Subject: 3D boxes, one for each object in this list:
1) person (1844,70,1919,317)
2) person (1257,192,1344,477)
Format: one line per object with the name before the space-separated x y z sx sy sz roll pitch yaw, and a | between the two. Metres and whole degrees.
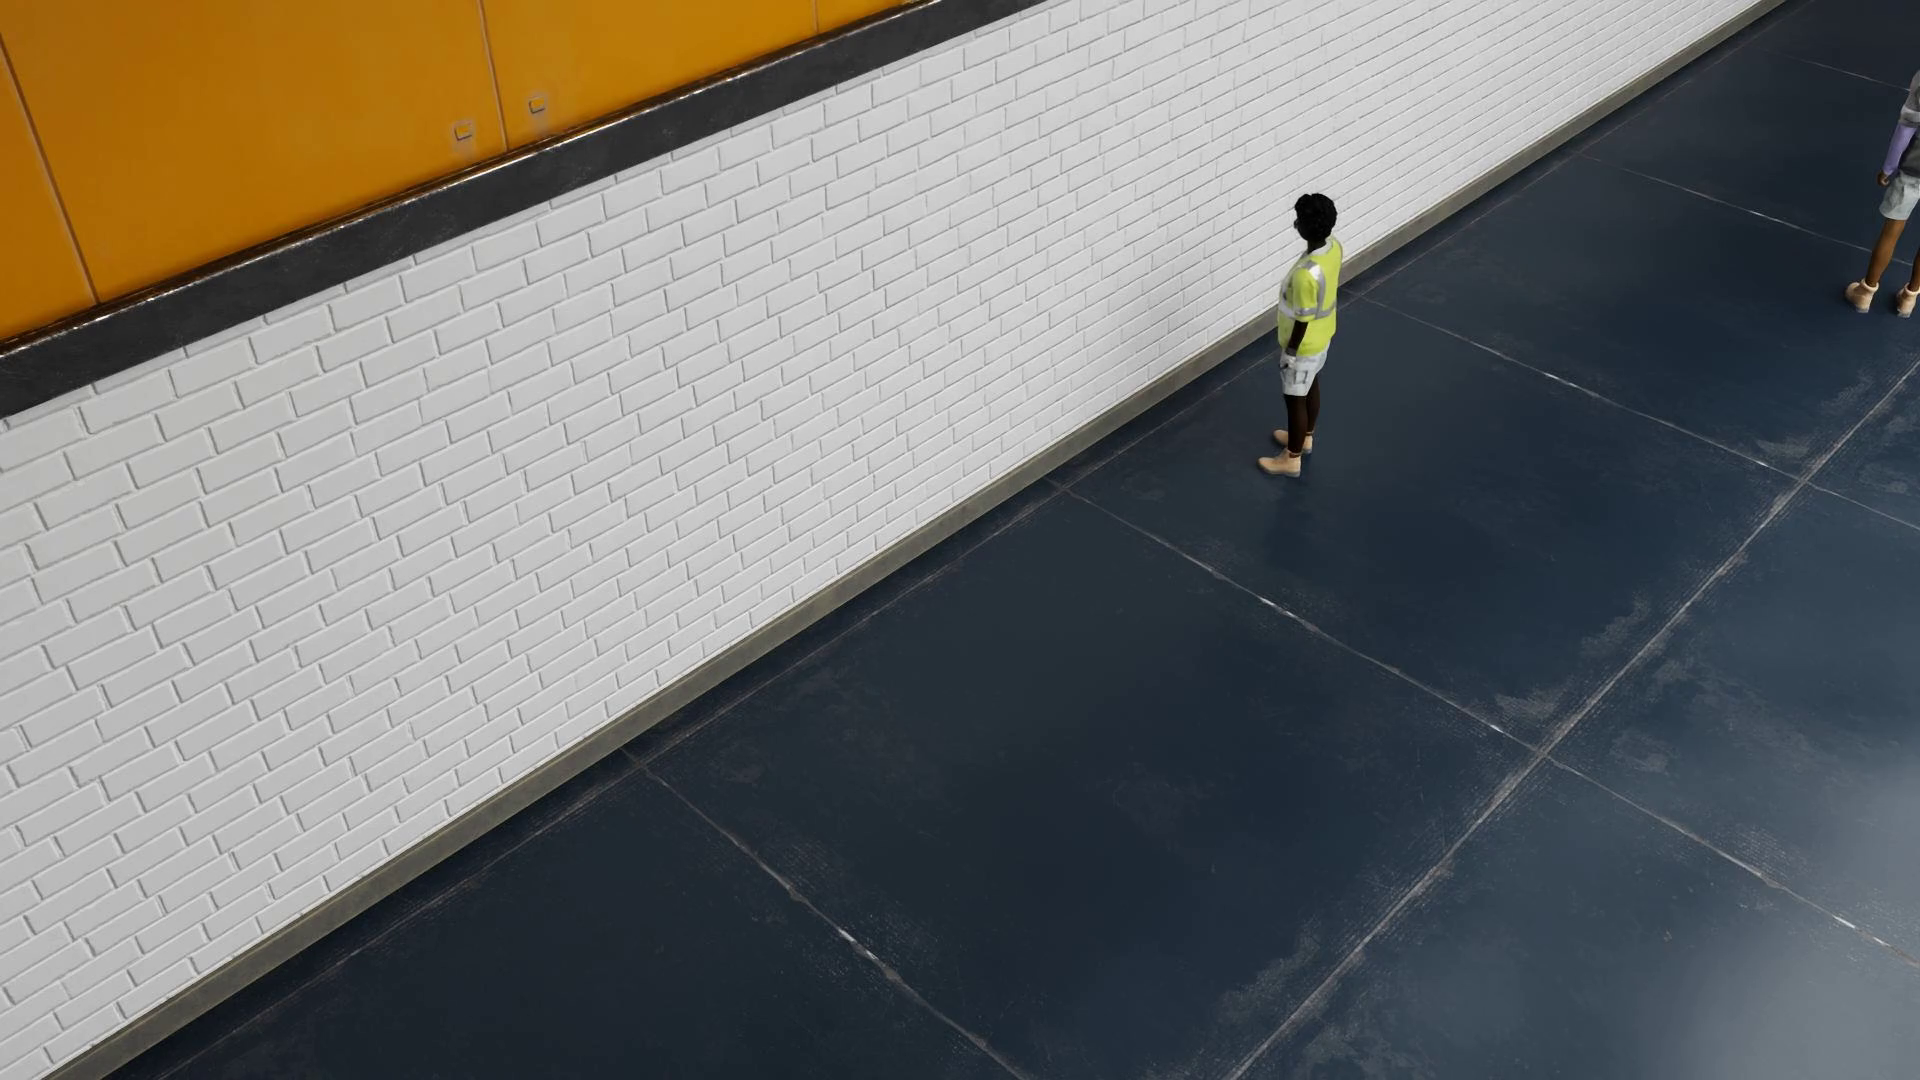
person | 6.111 -2.351 10.439 0.606 2.048 0.365 10 40 12
person | 1.893 -1.124 9.182 0.317 1.692 0.539 18 42 21
